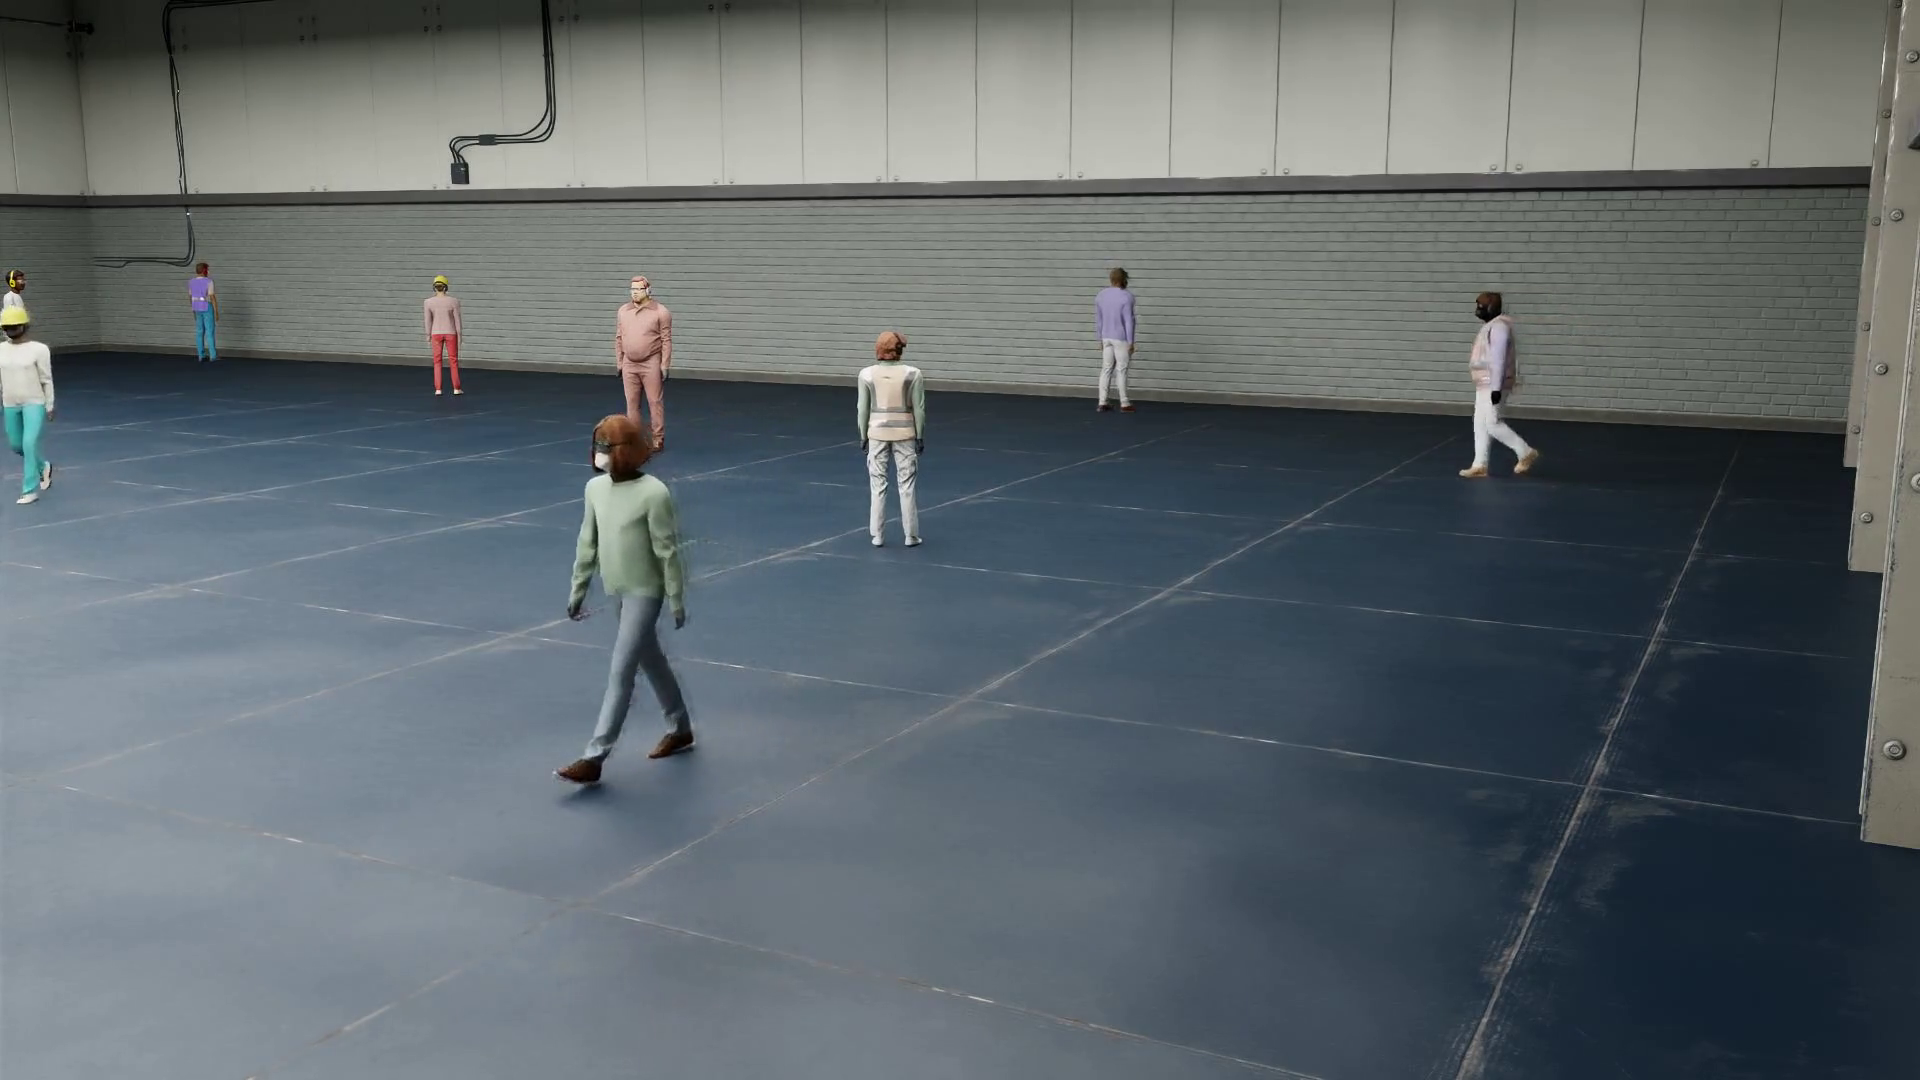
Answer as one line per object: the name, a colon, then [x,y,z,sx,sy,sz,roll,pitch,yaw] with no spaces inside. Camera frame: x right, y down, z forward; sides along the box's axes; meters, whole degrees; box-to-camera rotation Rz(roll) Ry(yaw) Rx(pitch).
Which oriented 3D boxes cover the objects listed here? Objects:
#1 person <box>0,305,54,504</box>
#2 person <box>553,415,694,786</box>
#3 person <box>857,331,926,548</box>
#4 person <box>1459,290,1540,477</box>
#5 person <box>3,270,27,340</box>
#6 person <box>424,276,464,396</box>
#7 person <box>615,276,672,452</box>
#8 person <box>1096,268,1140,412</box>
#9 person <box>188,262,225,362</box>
person: [-8.309,-1.219,14.809,0.529,1.743,0.710,0,10,-2]
person: [-1.469,0.249,7.235,0.520,1.584,0.867,9,14,40]
person: [-0.516,-0.751,12.547,0.515,1.636,0.314,1,10,7]
person: [5.228,-1.487,16.039,0.634,1.831,0.648,1,10,6]
person: [-13.006,-2.787,23.005,0.329,1.874,0.518,-3,11,-18]
person: [-7.598,-3.003,24.493,0.524,1.760,0.327,-2,11,-9]
person: [-3.458,-1.903,18.088,0.638,1.910,0.407,2,11,13]
person: [2.110,-2.637,22.133,0.667,1.930,0.676,-10,14,-43]
person: [-14.088,-4.241,30.995,0.563,1.848,0.388,4,11,19]
